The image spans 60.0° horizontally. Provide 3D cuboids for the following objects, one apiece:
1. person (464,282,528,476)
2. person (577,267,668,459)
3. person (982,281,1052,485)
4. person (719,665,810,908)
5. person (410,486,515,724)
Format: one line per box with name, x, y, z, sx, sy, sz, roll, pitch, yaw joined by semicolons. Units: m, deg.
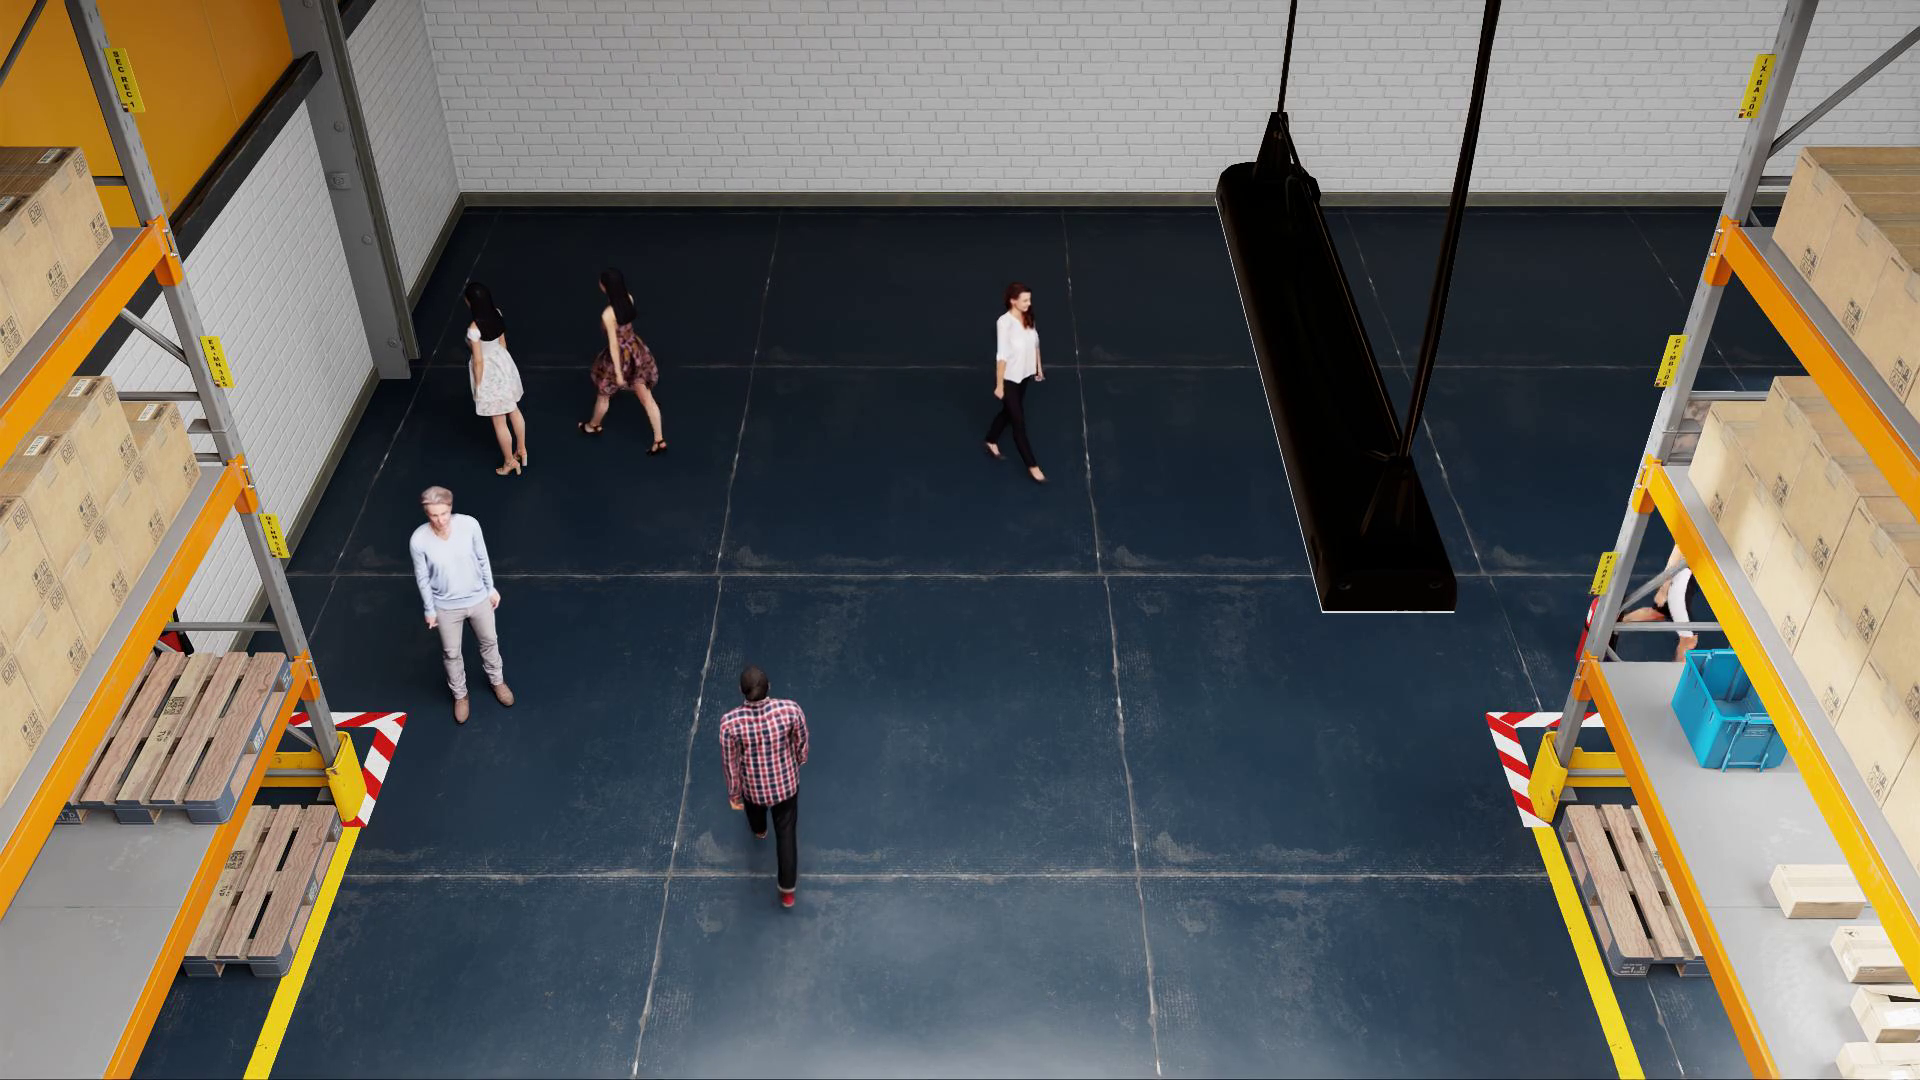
person;-3.788;-1.310;13.543;0.808;1.775;0.705;15;41;18
person;-2.682;-1.420;13.714;0.984;1.733;1.134;15;41;18
person;0.376;-1.327;13.573;0.998;1.763;1.013;23;44;26
person;-1.145;1.502;10.059;0.828;1.729;1.167;-6;39;-8
person;-3.398;0.404;11.302;0.757;1.893;0.747;-19;42;-22
